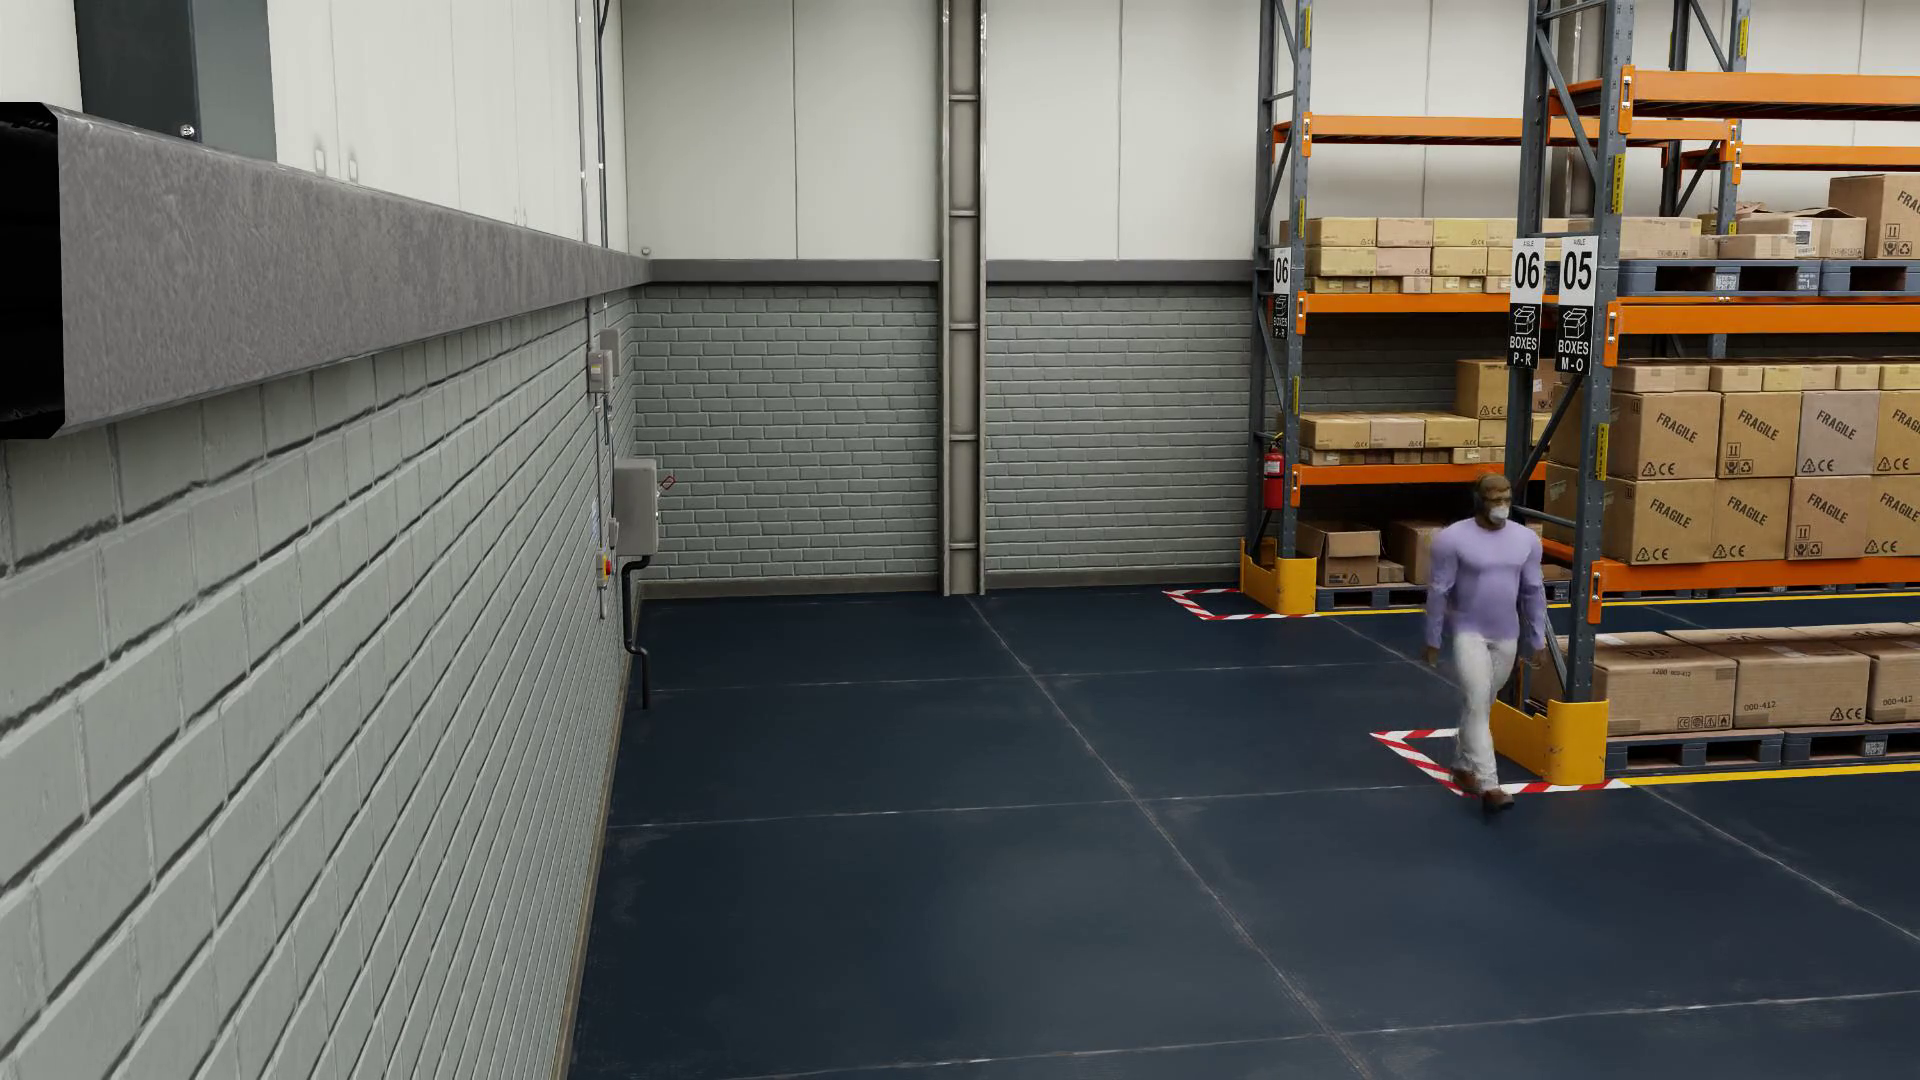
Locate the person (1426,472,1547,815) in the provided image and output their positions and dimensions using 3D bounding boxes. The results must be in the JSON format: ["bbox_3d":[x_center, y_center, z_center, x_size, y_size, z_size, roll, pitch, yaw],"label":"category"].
[{"bbox_3d":[3.009,0.582,9.333,0.656,1.896,0.957,-2,9,-9],"label":"person"}]
